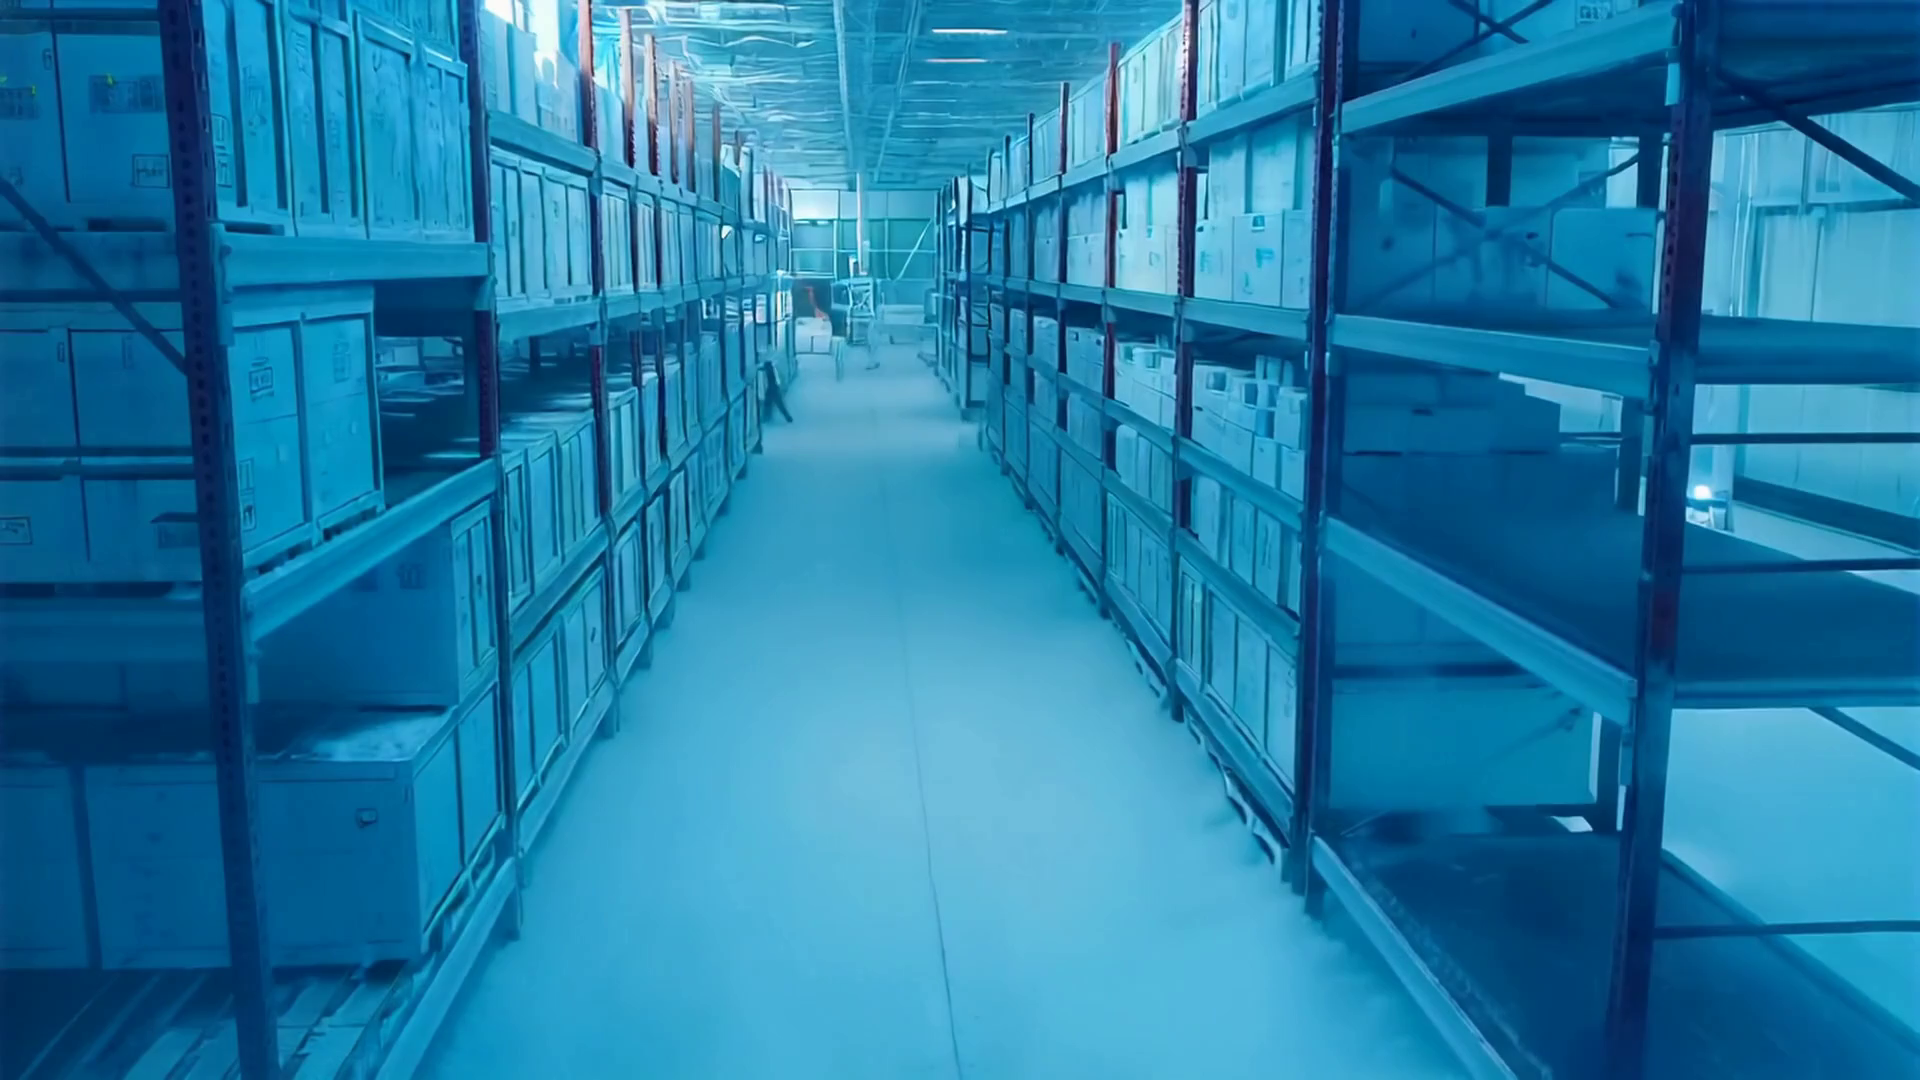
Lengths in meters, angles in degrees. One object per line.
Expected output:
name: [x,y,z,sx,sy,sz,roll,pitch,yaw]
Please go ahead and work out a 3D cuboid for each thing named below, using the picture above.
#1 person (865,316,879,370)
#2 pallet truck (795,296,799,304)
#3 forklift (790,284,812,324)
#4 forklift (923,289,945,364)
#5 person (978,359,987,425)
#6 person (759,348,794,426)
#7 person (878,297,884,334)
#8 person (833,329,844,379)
person: [-3.149,-6.966,58.935,0.458,1.926,0.639,-3,10,-15]
pallet truck: [-8.622,-12.439,91.403,1.885,1.965,0.823,2,10,13]
forklift: [-7.279,-10.304,76.020,1.129,2.768,1.873,2,10,11]
forklift: [-0.807,-8.115,62.941,1.129,2.768,1.873,-1,10,-3]
person: [0.578,-2.861,34.717,0.445,1.825,0.664,-2,10,-12]
person: [-4.355,-3.563,38.862,0.971,1.850,0.631,-2,10,-10]
person: [-4.234,-12.044,89.217,0.379,1.940,0.629,0,10,-1]
person: [-3.978,-6.088,54.540,0.308,1.640,0.511,4,10,24]
